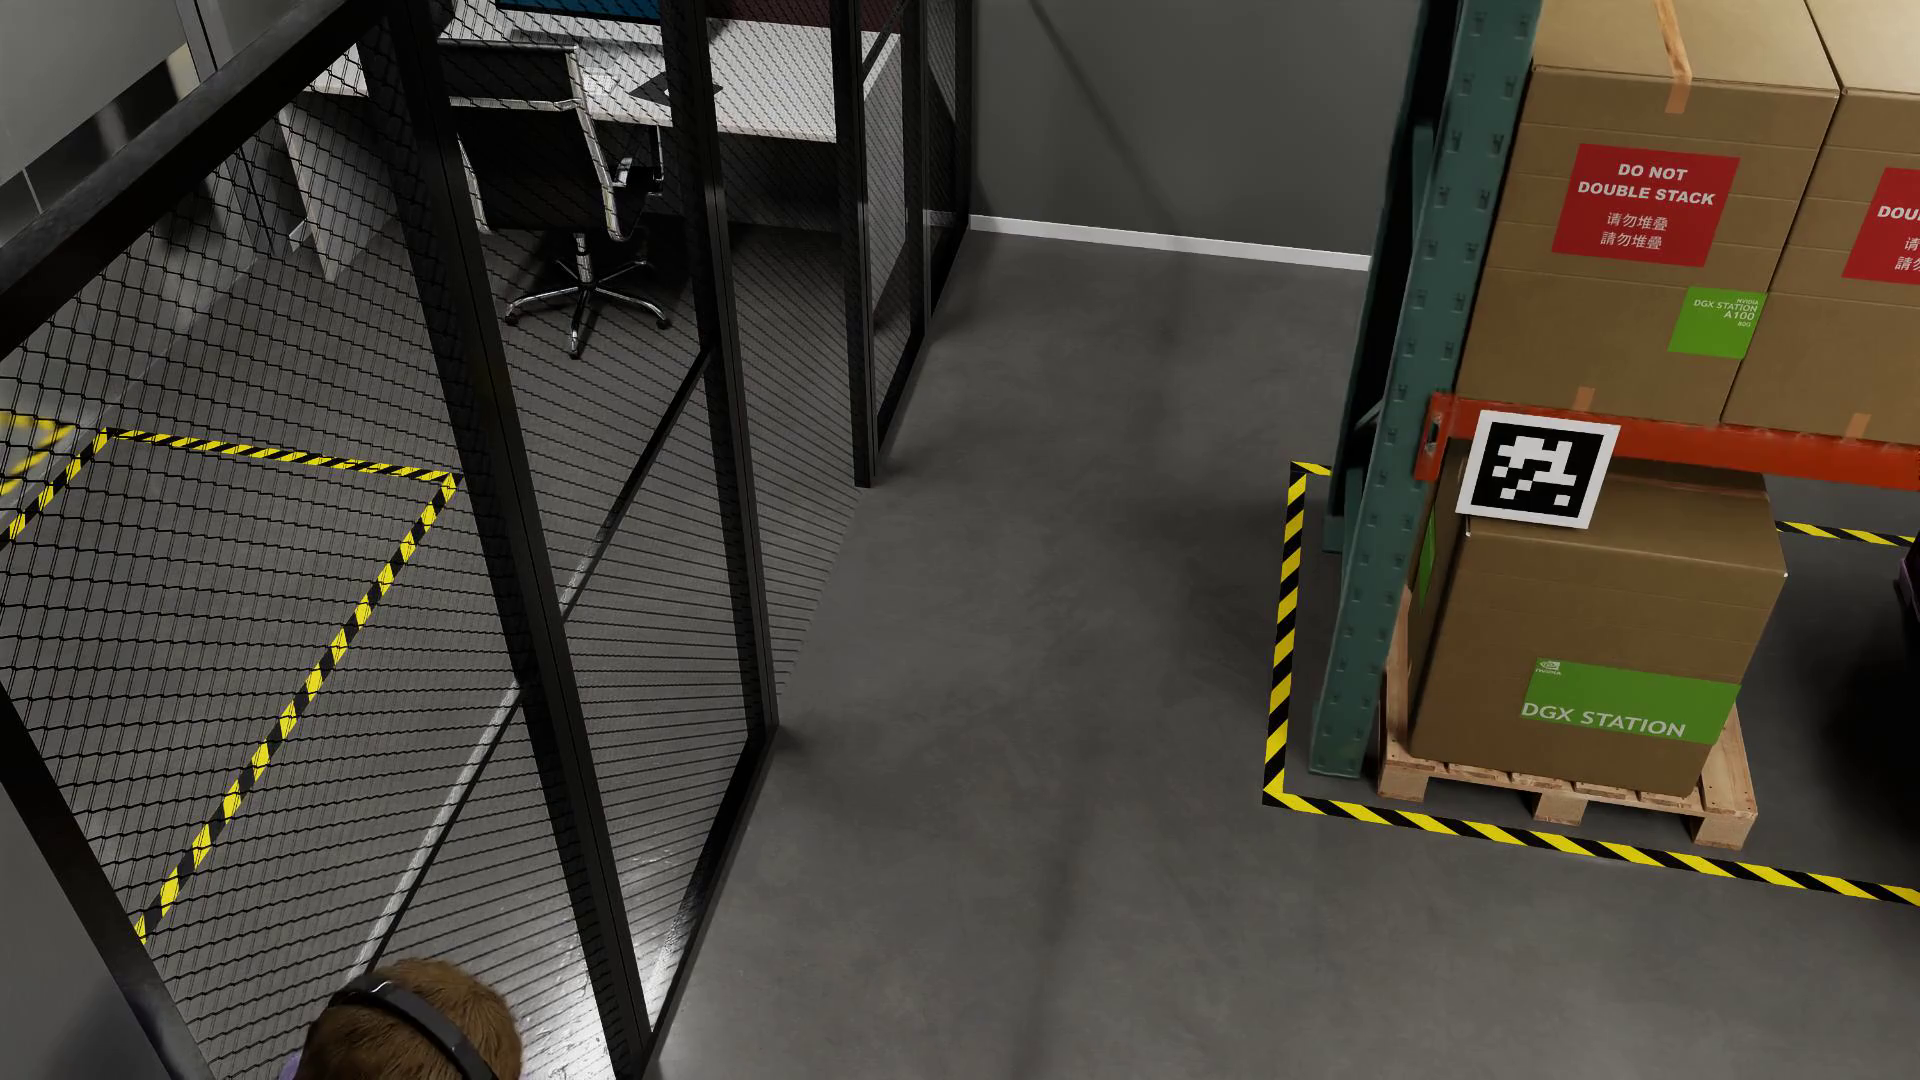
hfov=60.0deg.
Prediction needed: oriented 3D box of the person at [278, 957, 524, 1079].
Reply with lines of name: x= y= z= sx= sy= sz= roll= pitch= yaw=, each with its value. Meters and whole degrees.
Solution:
person: x=-0.529 y=1.157 z=2.165 sx=0.638 sy=1.939 sz=0.357 roll=19 pitch=44 yaw=20
